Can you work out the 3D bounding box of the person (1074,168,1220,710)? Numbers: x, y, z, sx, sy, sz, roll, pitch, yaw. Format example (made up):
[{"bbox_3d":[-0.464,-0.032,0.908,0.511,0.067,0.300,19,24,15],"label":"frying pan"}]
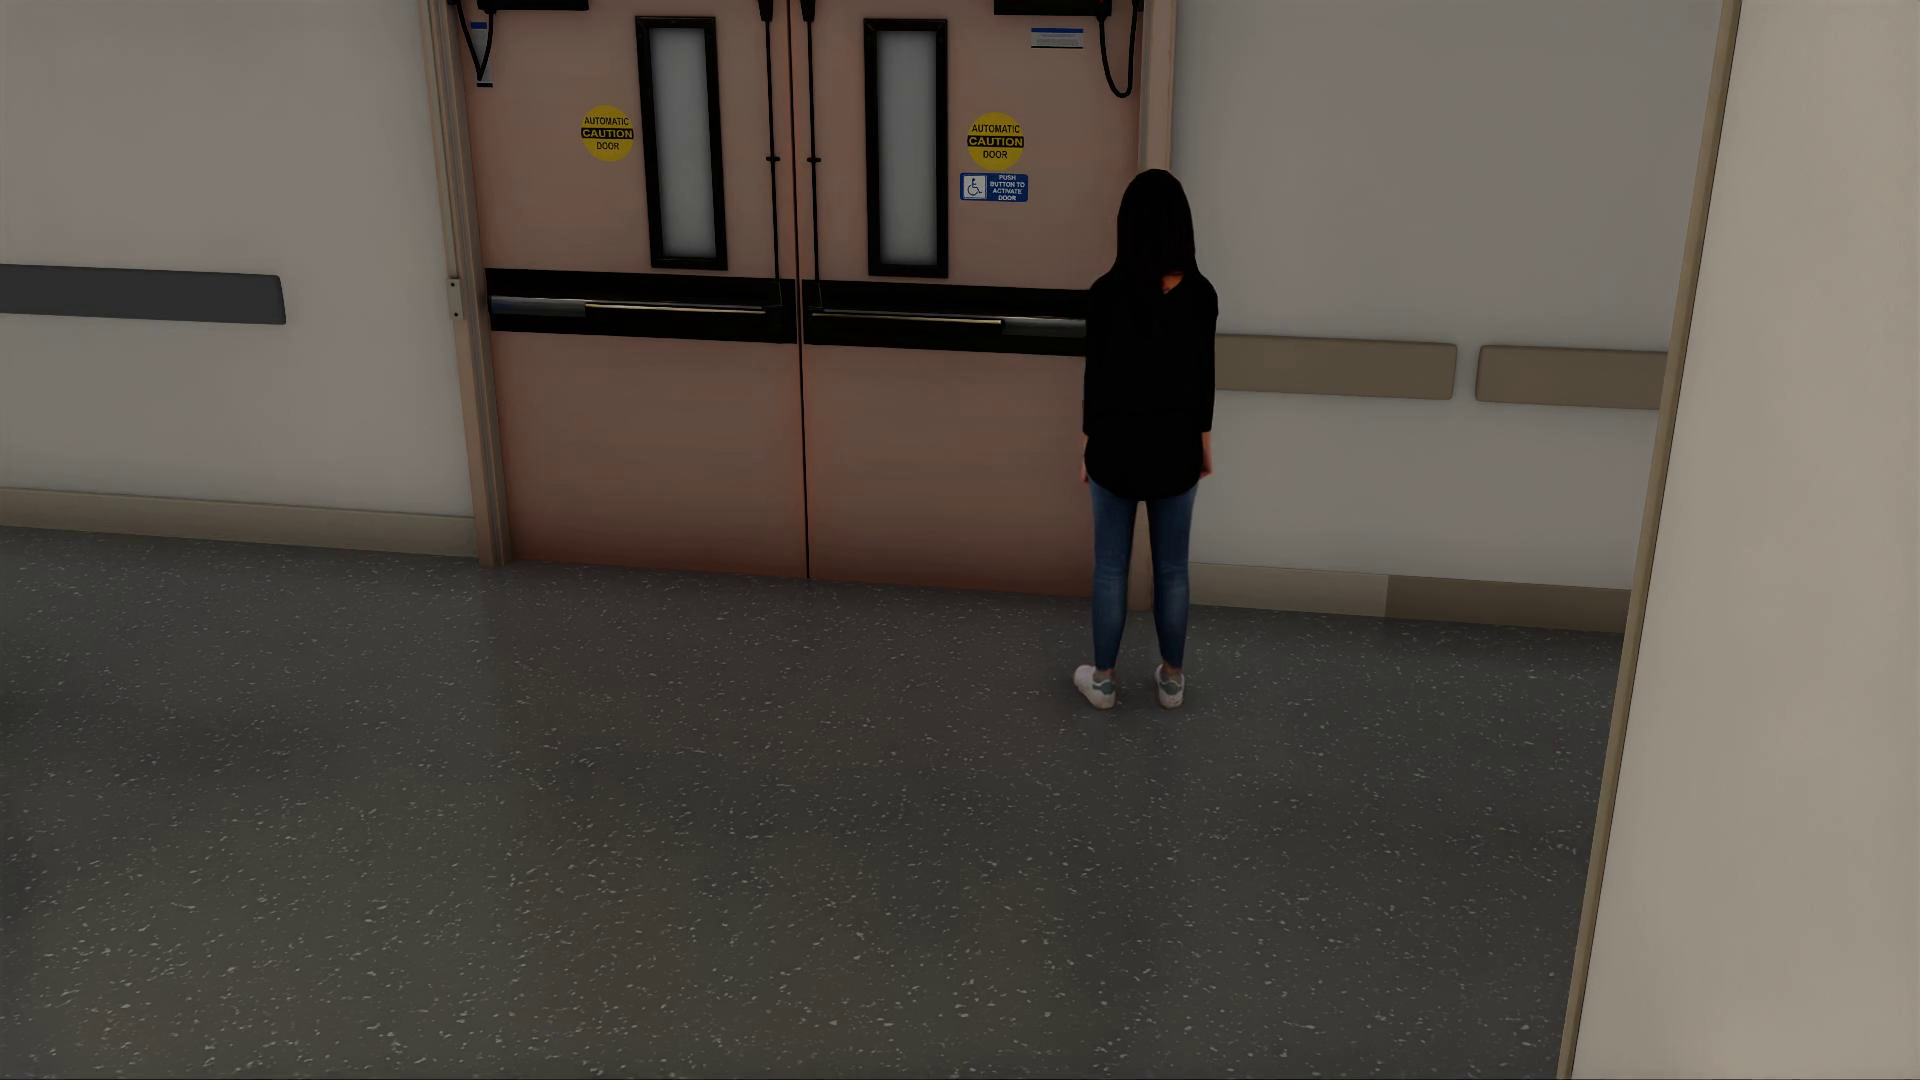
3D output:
[{"bbox_3d":[0.554,-0.283,5.008,0.510,1.644,0.655,0,21,-1],"label":"person"}]
